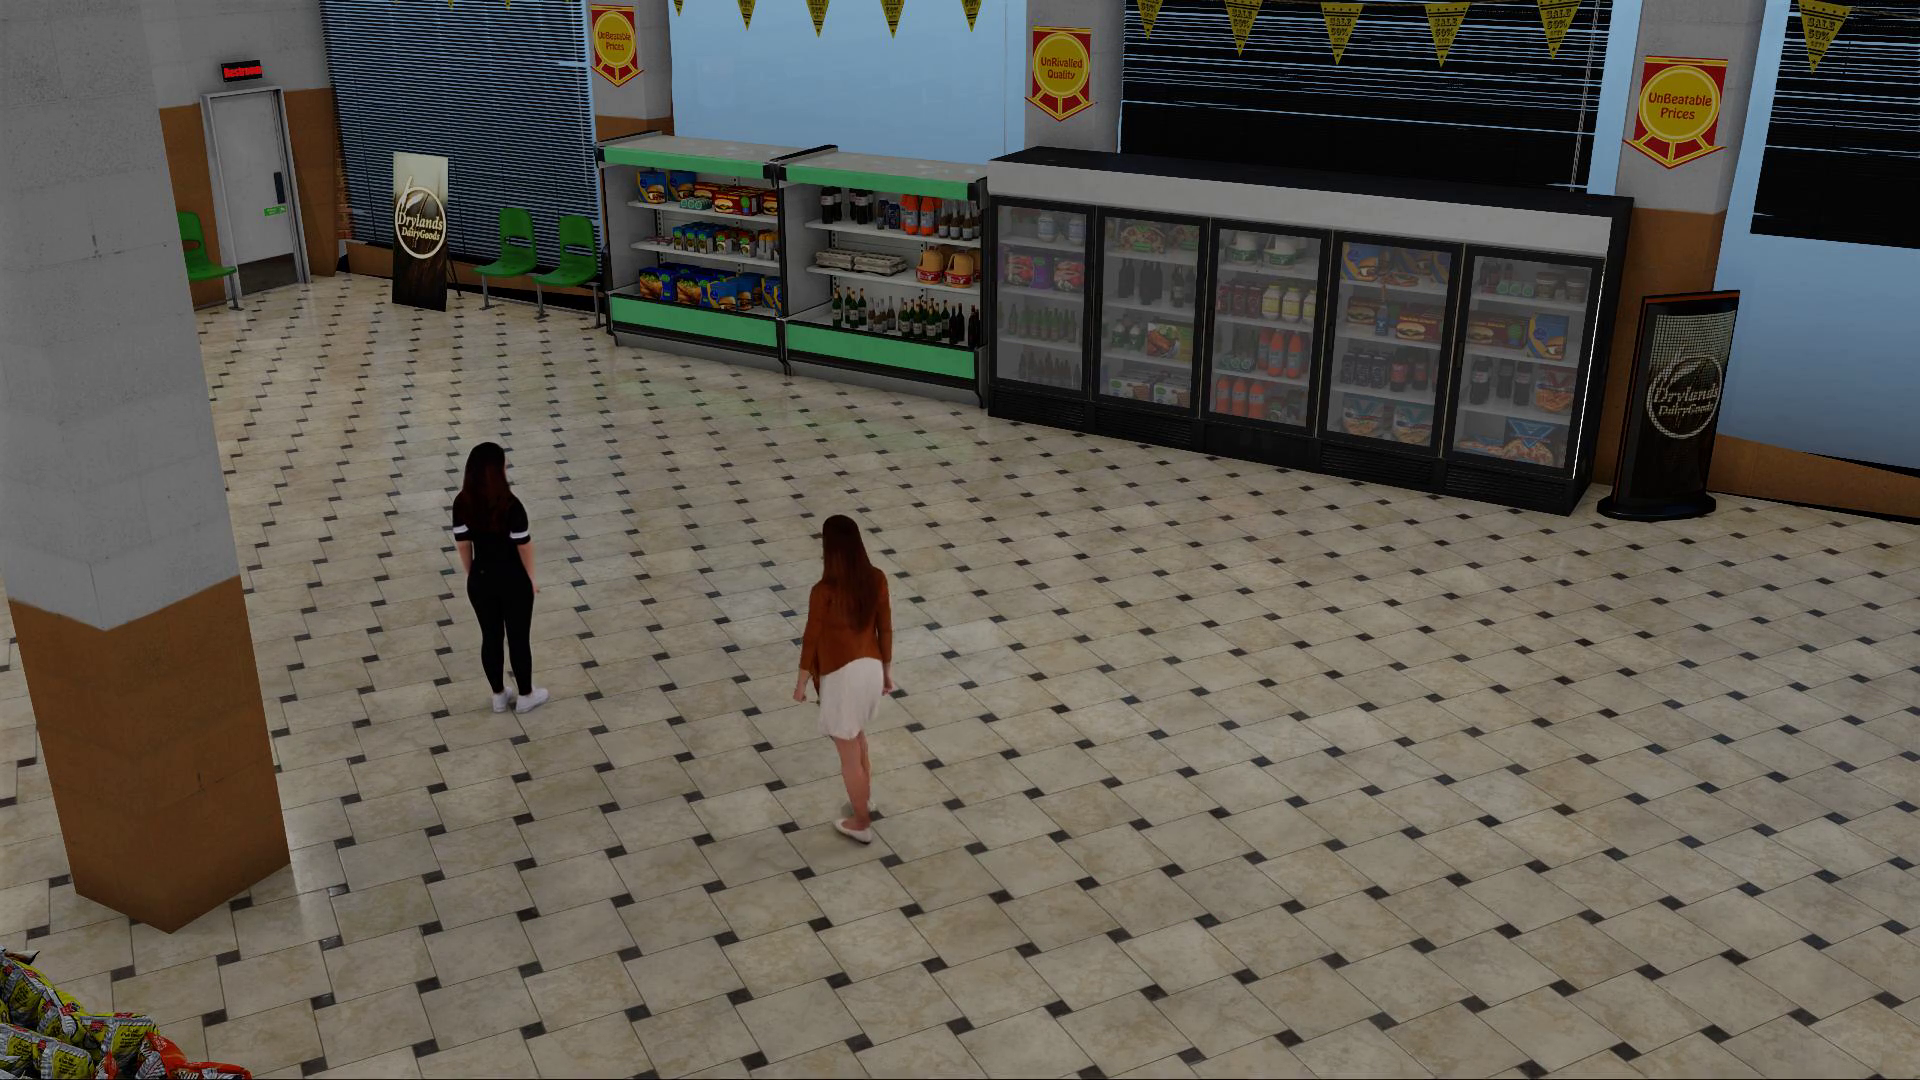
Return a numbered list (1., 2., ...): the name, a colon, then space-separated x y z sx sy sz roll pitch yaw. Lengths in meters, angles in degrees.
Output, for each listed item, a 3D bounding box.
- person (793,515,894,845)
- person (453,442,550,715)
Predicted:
1. person: -0.489 0.725 8.226 0.706 1.701 0.719 -20 29 -41
2. person: -2.646 0.226 9.553 0.638 1.638 0.747 3 22 8
